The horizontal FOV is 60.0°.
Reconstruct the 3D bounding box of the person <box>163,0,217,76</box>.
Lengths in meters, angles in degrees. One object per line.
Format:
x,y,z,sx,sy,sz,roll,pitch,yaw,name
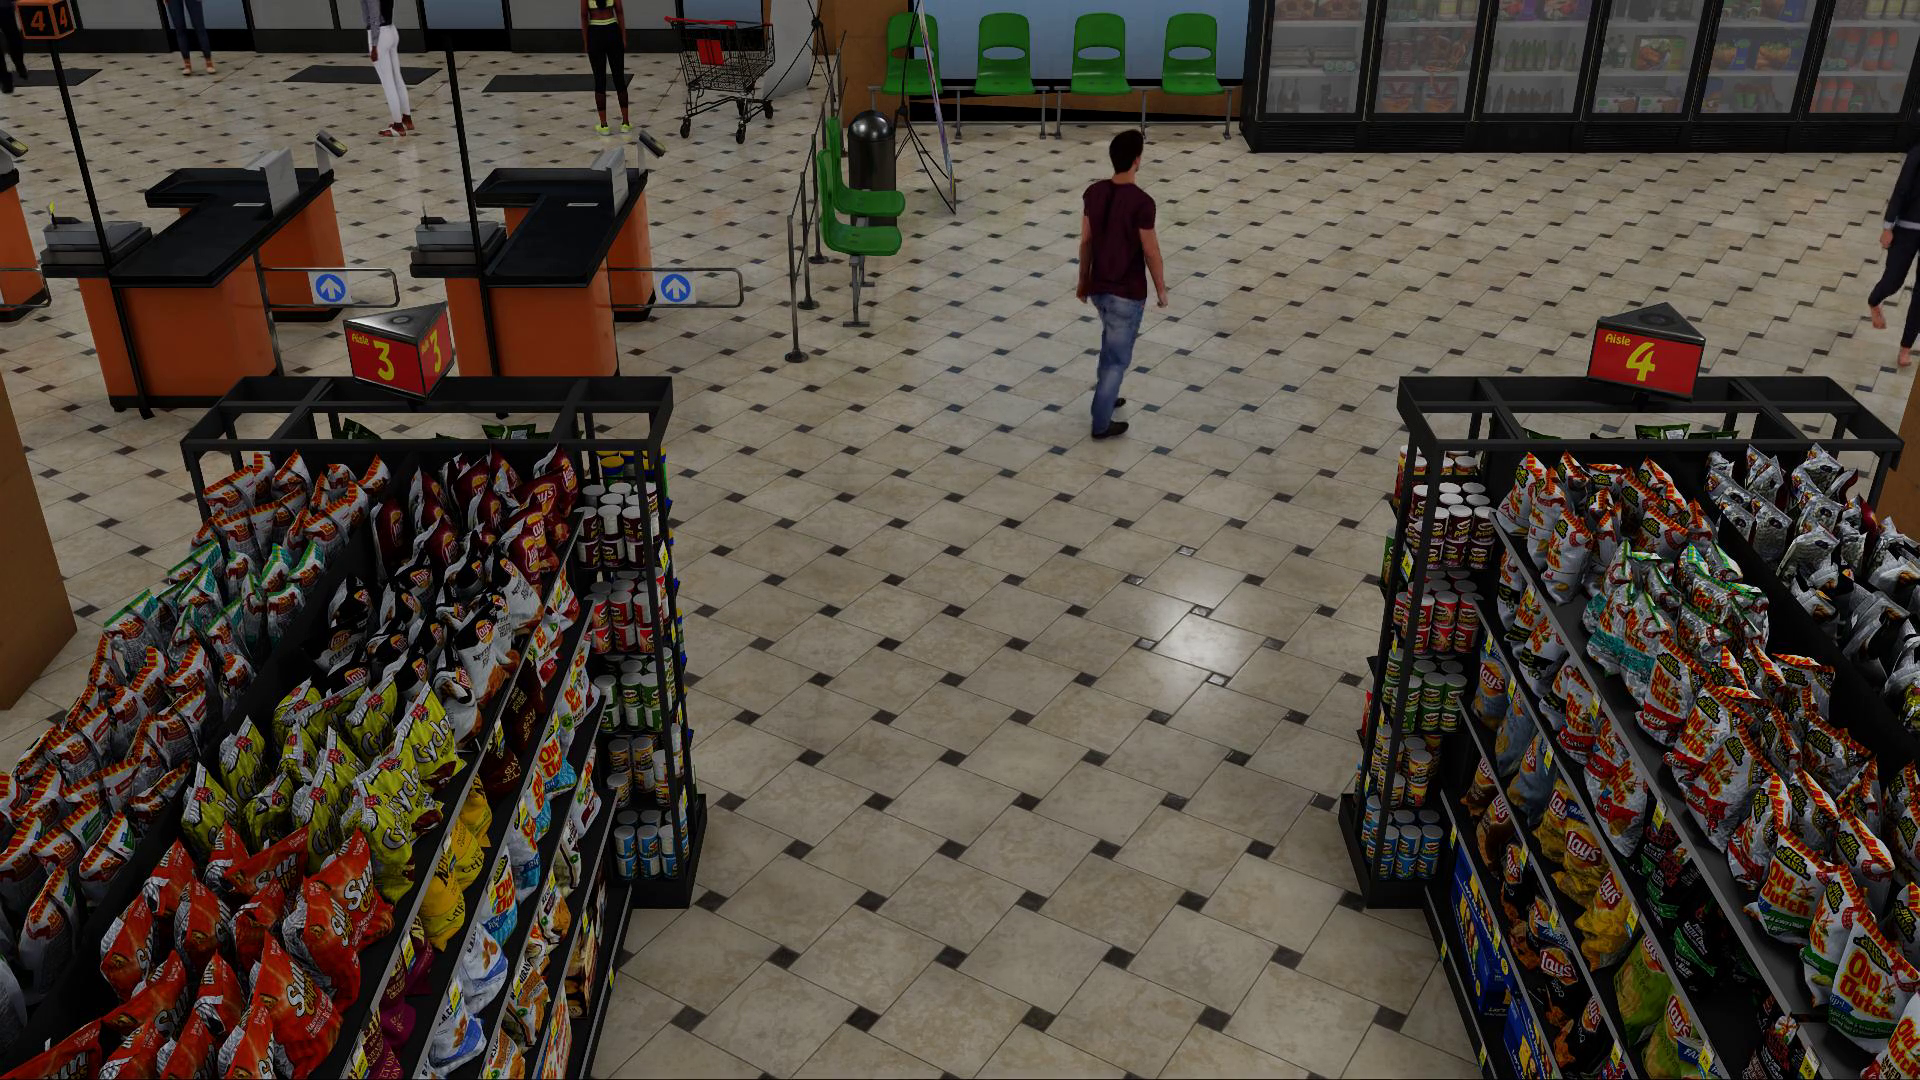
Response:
-8.505,-6.000,18.175,0.649,1.786,0.634,-8,30,-14,person

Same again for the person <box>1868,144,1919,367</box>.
6.361,-2.066,11.016,0.805,1.740,1.073,5,29,9,person

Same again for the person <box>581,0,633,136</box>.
-3.419,-4.807,16.021,0.629,1.755,0.613,-10,30,-17,person

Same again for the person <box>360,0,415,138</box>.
-5.542,-4.776,15.996,0.679,1.724,0.479,3,29,5,person

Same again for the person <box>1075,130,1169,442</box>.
0.873,-1.456,9.802,0.937,1.833,0.877,-22,36,-35,person
